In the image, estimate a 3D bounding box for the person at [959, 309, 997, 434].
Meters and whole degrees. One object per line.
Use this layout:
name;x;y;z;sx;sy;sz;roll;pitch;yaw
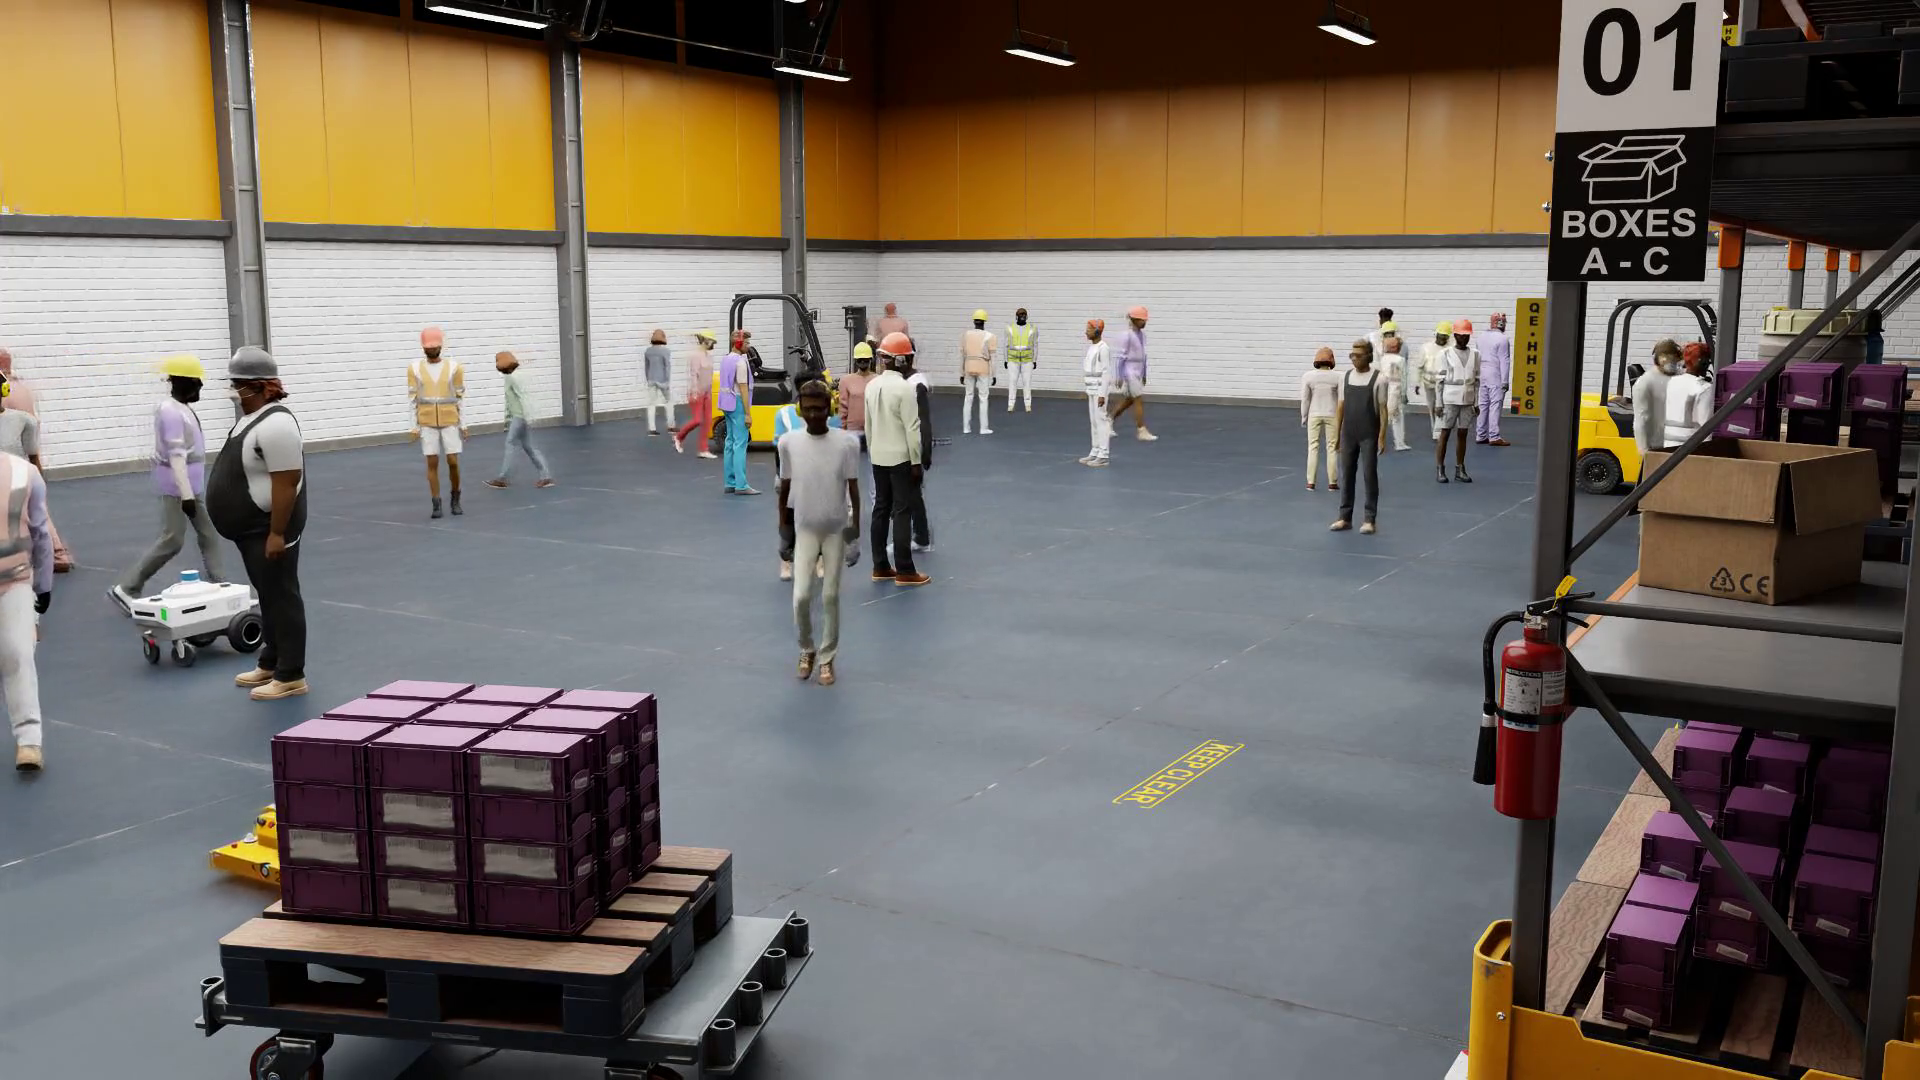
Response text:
person;0.277;-2.579;25.540;0.600;1.913;0.426;4;10;21

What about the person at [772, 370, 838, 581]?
person;-1.229;-0.521;13.343;0.542;1.696;0.320;-1;9;-6

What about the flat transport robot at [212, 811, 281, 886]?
flat transport robot;-2.402;1.174;7.203;0.652;0.197;1.431;5;10;30

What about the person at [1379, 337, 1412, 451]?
person;5.884;-1.993;22.834;0.827;1.598;0.527;-3;10;-17

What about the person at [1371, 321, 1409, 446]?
person;6.132;-2.224;23.742;0.590;1.790;0.896;-1;9;-8

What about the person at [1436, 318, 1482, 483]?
person;5.857;-1.630;19.517;0.548;1.937;0.379;-1;9;-8

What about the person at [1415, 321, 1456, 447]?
person;6.887;-2.251;23.920;0.614;1.784;0.894;5;11;31

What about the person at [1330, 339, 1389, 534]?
person;3.791;-0.983;15.763;0.515;1.843;0.326;7;12;38

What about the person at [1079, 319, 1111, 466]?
person;1.751;-1.884;21.274;0.356;1.881;0.575;-2;9;-12

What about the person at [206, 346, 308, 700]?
person;-4.075;-0.101;9.653;0.536;2.000;0.673;-6;11;-32

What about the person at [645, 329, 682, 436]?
person;-4.549;-2.394;25.306;0.521;1.596;0.731;4;10;26

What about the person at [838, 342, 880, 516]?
person;-0.971;-1.116;16.845;0.526;1.768;0.314;-1;9;-4

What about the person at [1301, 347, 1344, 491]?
person;4.112;-1.368;18.829;0.498;1.633;0.284;3;10;17

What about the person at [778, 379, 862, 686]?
person;-0.830;-0.037;9.888;0.507;1.846;0.410;0;9;-2

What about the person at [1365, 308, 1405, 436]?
person;6.371;-2.502;24.923;0.624;1.940;0.677;0;9;3

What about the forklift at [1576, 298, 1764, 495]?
forklift;7.954;-1.589;18.462;2.313;2.155;1.214;5;11;30

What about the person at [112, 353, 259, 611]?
person;-5.626;-0.397;11.960;0.915;1.895;0.599;-2;9;-12

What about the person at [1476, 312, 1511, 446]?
person;7.662;-2.302;23.811;0.403;1.906;0.652;-3;10;-19

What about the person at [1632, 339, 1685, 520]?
person;6.145;-0.811;14.547;0.777;1.897;0.472;-5;10;-27

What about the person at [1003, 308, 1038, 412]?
person;1.079;-3.198;29.597;0.626;1.847;0.429;0;9;3

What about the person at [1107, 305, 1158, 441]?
person;2.504;-2.475;24.632;0.990;2.002;0.609;6;11;35

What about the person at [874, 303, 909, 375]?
person;-1.299;-3.510;31.413;0.688;1.894;0.403;-1;9;-9

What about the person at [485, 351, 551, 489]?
person;-5.056;-1.371;19.011;0.729;1.571;0.527;-2;9;-15

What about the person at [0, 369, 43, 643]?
person;-6.320;-0.227;10.972;0.523;1.870;0.317;-2;9;-13

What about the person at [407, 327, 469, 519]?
person;-5.256;-1.174;16.760;0.582;1.921;0.516;-2;9;-13

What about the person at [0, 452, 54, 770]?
person;-4.792;0.258;8.130;0.642;1.808;0.854;-4;10;-26

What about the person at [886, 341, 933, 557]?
person;-0.545;-0.806;14.506;0.682;1.896;0.597;-3;10;-18

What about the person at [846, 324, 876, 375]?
person;-1.441;-2.450;25.081;0.933;1.807;0.643;-5;10;-27

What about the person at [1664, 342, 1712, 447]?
person;6.213;-0.754;14.240;0.351;1.880;0.590;-3;9;-16

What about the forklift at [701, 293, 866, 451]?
forklift;-2.458;-2.344;23.176;2.313;2.155;1.214;0;9;-2

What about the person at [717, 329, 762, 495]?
person;-2.482;-1.412;18.465;0.390;1.838;0.563;-6;11;-31

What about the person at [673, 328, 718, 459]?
person;-3.487;-1.947;22.125;0.546;1.726;0.558;4;10;24

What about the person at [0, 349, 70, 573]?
person;-7.800;-0.628;13.527;0.999;1.855;0.640;-2;9;-14

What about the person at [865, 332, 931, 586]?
person;-0.507;-0.636;13.135;0.376;1.995;0.609;-8;12;-41

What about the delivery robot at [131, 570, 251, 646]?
delivery robot;-4.903;0.438;10.620;0.477;0.478;0.707;4;10;26
